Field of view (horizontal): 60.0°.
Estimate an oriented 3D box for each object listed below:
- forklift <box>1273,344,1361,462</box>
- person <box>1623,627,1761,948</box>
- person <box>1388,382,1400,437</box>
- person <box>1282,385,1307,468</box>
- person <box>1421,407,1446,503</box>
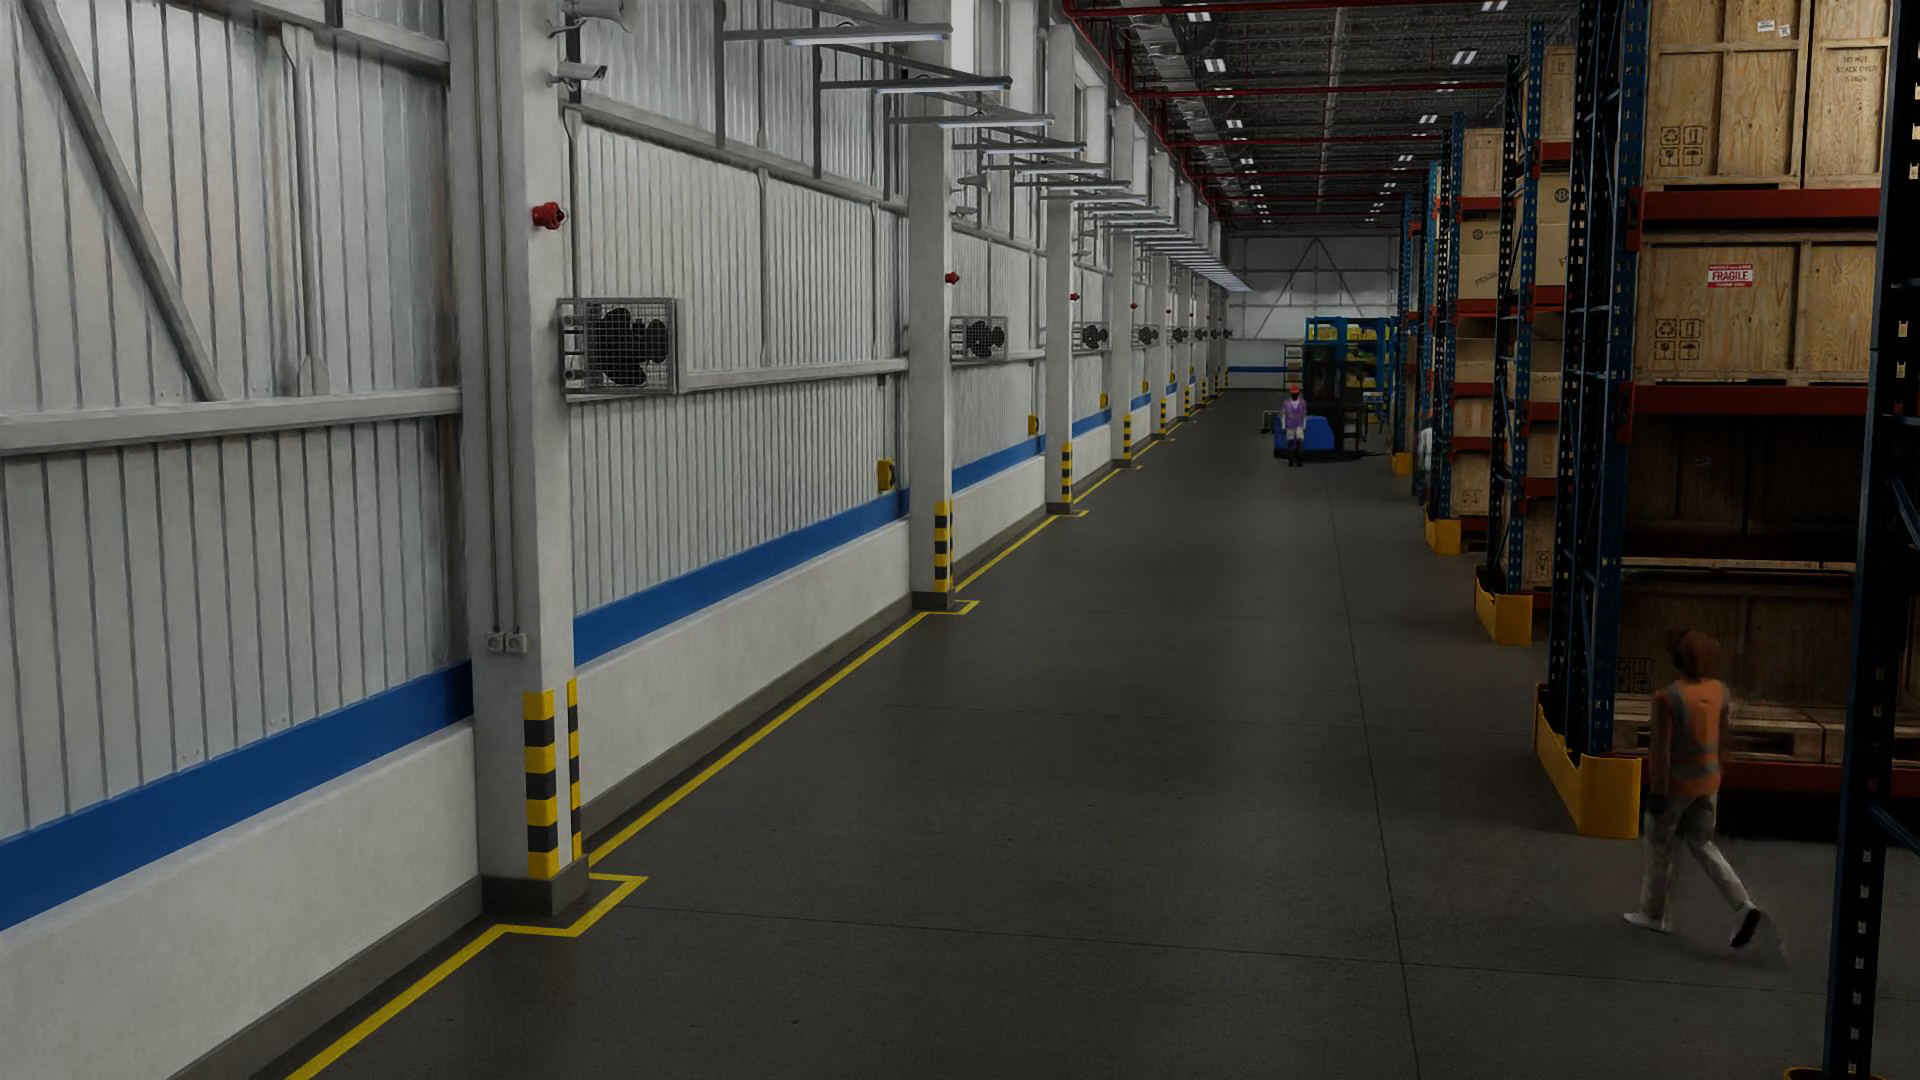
[{"bbox_3d":[8.563,-3.308,39.873,1.873,2.768,1.129,-4,8,-29],"label":"forklift"},{"bbox_3d":[3.712,1.251,8.395,0.523,1.616,0.670,-3,8,-23],"label":"person"},{"bbox_3d":[12.319,-3.601,46.784,0.346,1.735,0.485,-5,9,-33],"label":"person"},{"bbox_3d":[7.668,-2.598,38.125,0.575,1.884,0.975,1,7,5],"label":"person"},{"bbox_3d":[7.687,-1.197,26.763,0.575,1.924,0.427,7,10,42],"label":"person"}]
